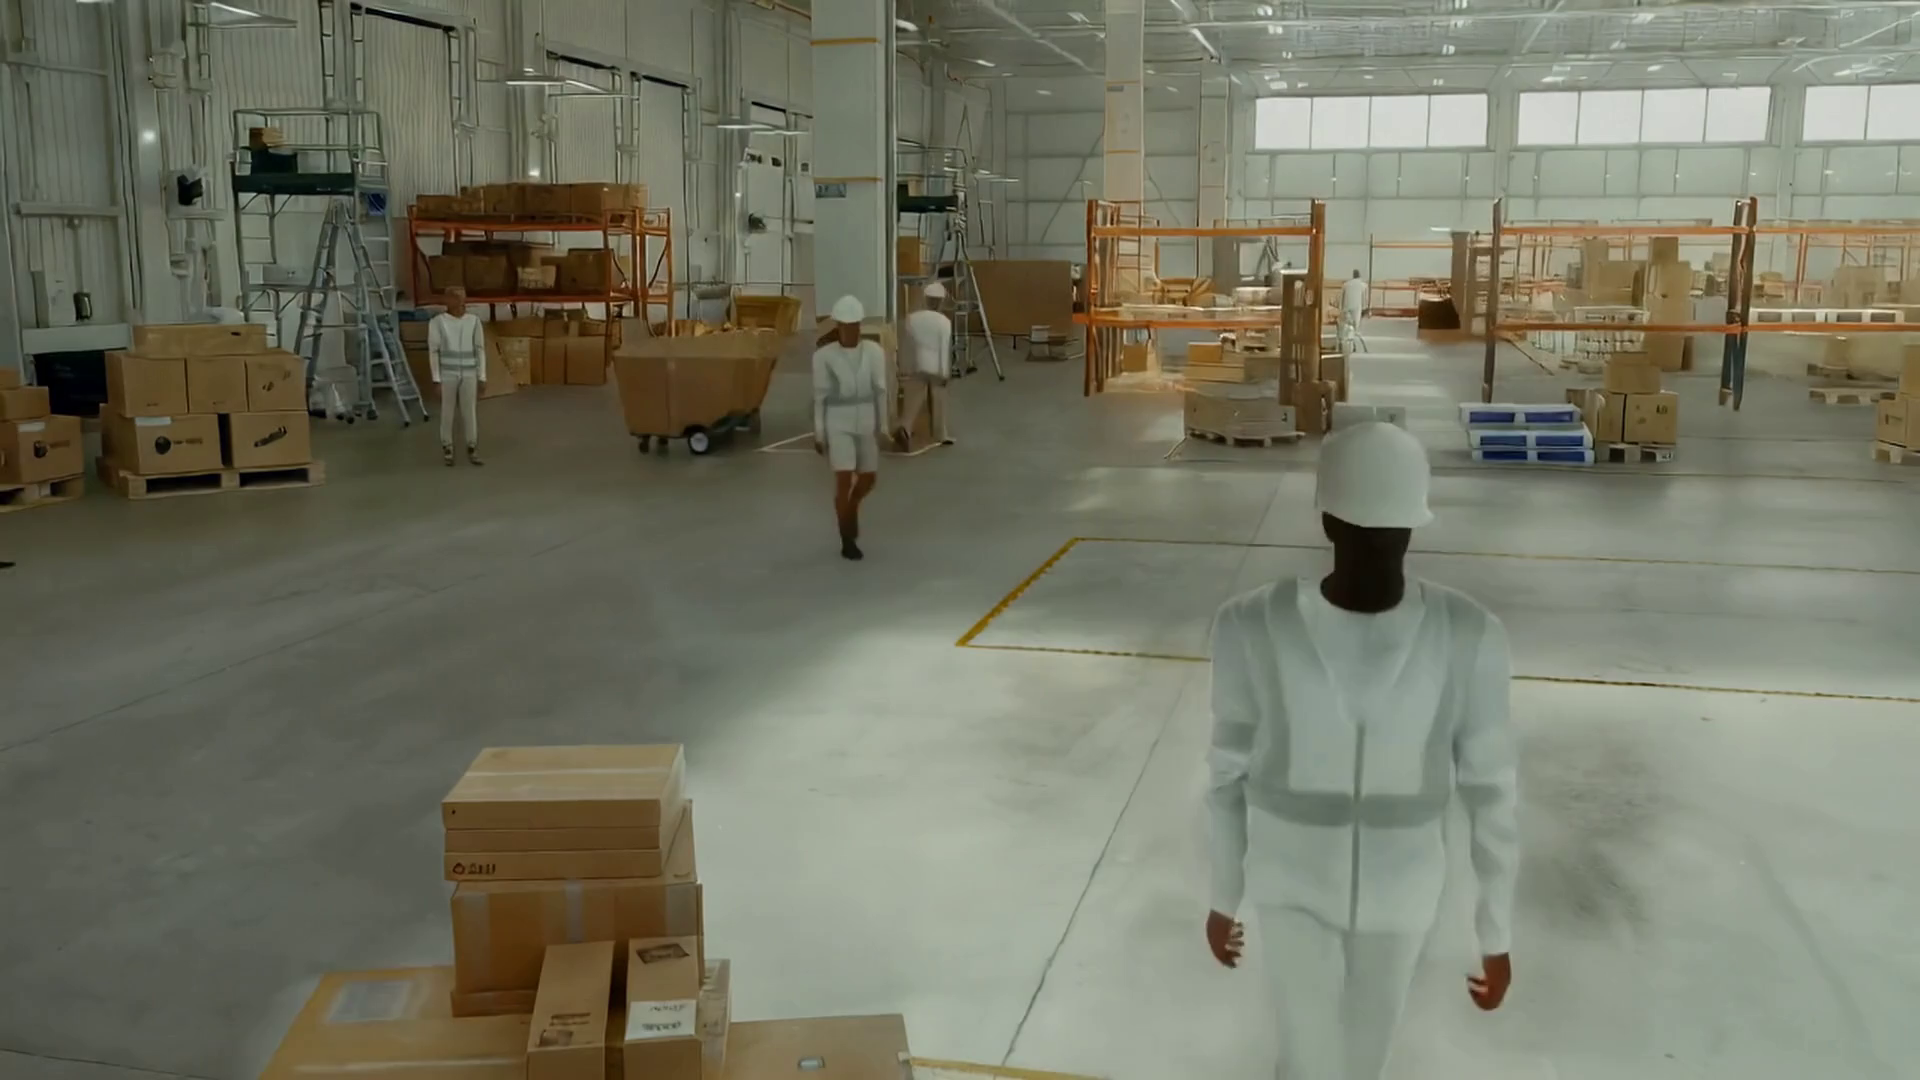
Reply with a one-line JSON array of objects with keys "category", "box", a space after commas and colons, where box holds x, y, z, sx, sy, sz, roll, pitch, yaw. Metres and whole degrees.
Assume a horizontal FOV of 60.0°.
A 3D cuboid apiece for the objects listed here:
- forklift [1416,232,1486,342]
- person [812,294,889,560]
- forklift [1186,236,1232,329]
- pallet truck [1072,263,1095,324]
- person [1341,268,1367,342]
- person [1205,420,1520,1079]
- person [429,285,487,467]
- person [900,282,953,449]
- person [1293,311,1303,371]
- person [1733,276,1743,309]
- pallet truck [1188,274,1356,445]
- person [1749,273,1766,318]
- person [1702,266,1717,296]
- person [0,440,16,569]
[{"category": "forklift", "box": [12.823, -6.543, 42.926, 1.873, 2.768, 1.129, 2, 10, 14]}, {"category": "person", "box": [-0.824, -0.840, 12.180, 0.552, 1.917, 0.646, -4, 10, -21]}, {"category": "forklift", "box": [7.919, -7.851, 50.628, 1.873, 2.768, 1.129, -2, 10, -13]}, {"category": "pallet truck", "box": [4.325, -8.180, 55.162, 0.823, 1.965, 1.885, 6, 11, 31]}, {"category": "person", "box": [10.102, -6.016, 42.693, 0.636, 1.912, 0.836, 2, 10, 12]}, {"category": "person", "box": [0.799, 0.675, 3.395, 0.601, 1.882, 0.982, 1, 10, 5]}, {"category": "person", "box": [-5.235, -1.706, 17.369, 0.573, 1.887, 0.354, -6, 11, -31]}, {"category": "person", "box": [-0.365, -1.971, 18.868, 0.591, 1.905, 0.792, 5, 11, 29]}, {"category": "person", "box": [6.620, -4.102, 31.931, 0.323, 1.736, 0.488, 6, 11, 31]}, {"category": "person", "box": [24.472, -7.633, 52.268, 0.964, 1.875, 0.569, -1, 10, -5]}, {"category": "pallet truck", "box": [3.653, -2.138, 19.590, 1.885, 1.965, 0.823, -4, 10, -20]}, {"category": "person", "box": [24.528, -7.359, 51.222, 0.529, 1.694, 0.321, 0, 10, 2]}, {"category": "person", "box": [22.880, -7.405, 50.809, 0.372, 1.931, 0.631, 6, 11, 30]}, {"category": "person", "box": [-6.796, -0.692, 11.488, 0.533, 1.853, 0.391, 8, 13, 41]}]
